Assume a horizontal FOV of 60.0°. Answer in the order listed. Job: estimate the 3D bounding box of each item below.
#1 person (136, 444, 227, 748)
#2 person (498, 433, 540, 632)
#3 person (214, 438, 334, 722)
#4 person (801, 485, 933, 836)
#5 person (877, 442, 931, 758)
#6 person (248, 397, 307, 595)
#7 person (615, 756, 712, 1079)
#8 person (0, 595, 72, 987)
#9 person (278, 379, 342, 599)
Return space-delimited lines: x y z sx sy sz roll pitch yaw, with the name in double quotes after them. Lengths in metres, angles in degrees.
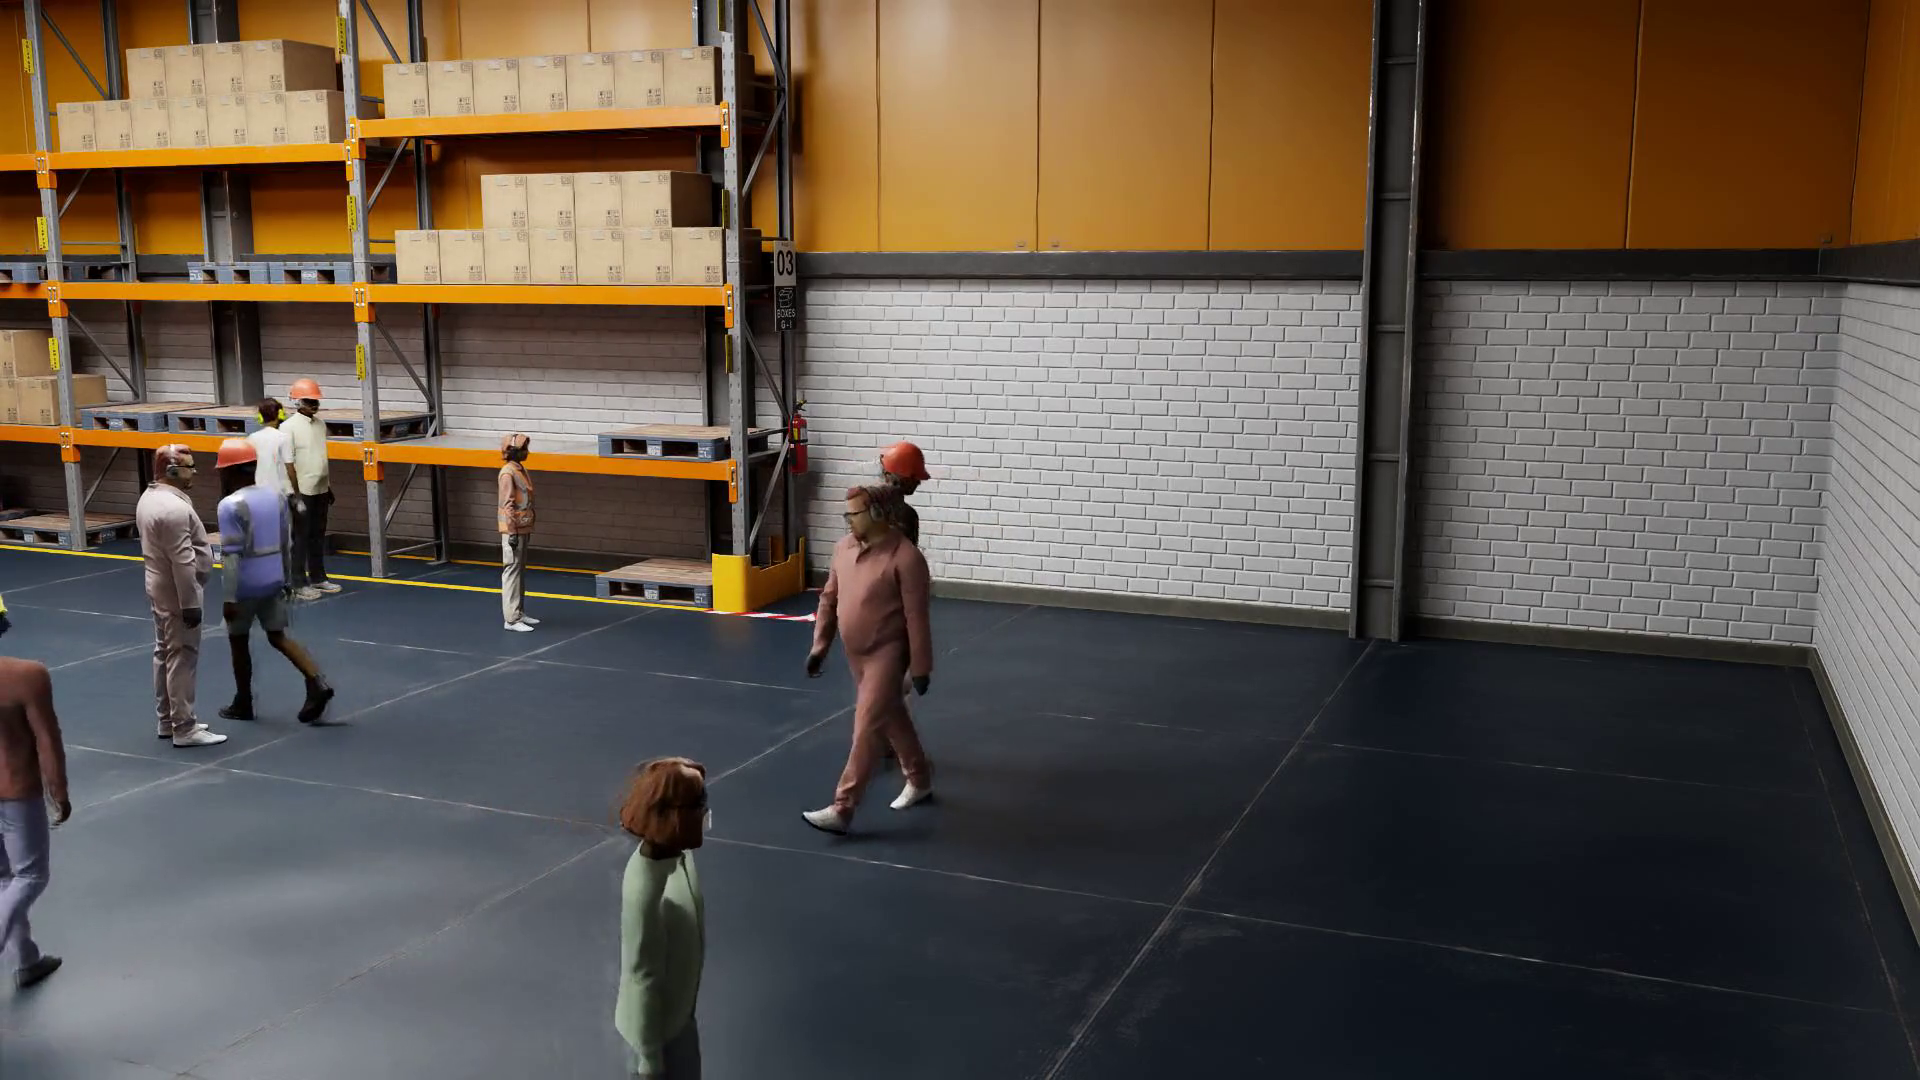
-4.904 0.343 10.477 0.402 1.903 0.652 -8 12 -39 "person"
-3.664 -0.065 13.756 0.308 1.636 0.524 -1 9 -4 "person"
-4.541 0.282 10.890 0.831 1.905 0.592 4 10 23 "person"
-0.489 0.625 8.962 1.020 1.843 0.639 -8 12 -41 "person"
-0.429 0.381 10.059 0.442 1.963 0.644 -9 13 -42 "person"
-6.212 -0.342 14.834 0.524 1.841 0.653 5 11 27 "person"
-0.931 1.410 4.872 0.583 1.615 0.507 0 9 2 "person"
-3.928 1.043 6.716 0.542 1.736 0.682 0 9 3 "person"
-5.906 -0.469 15.123 0.392 1.991 0.625 2 10 13 "person"
